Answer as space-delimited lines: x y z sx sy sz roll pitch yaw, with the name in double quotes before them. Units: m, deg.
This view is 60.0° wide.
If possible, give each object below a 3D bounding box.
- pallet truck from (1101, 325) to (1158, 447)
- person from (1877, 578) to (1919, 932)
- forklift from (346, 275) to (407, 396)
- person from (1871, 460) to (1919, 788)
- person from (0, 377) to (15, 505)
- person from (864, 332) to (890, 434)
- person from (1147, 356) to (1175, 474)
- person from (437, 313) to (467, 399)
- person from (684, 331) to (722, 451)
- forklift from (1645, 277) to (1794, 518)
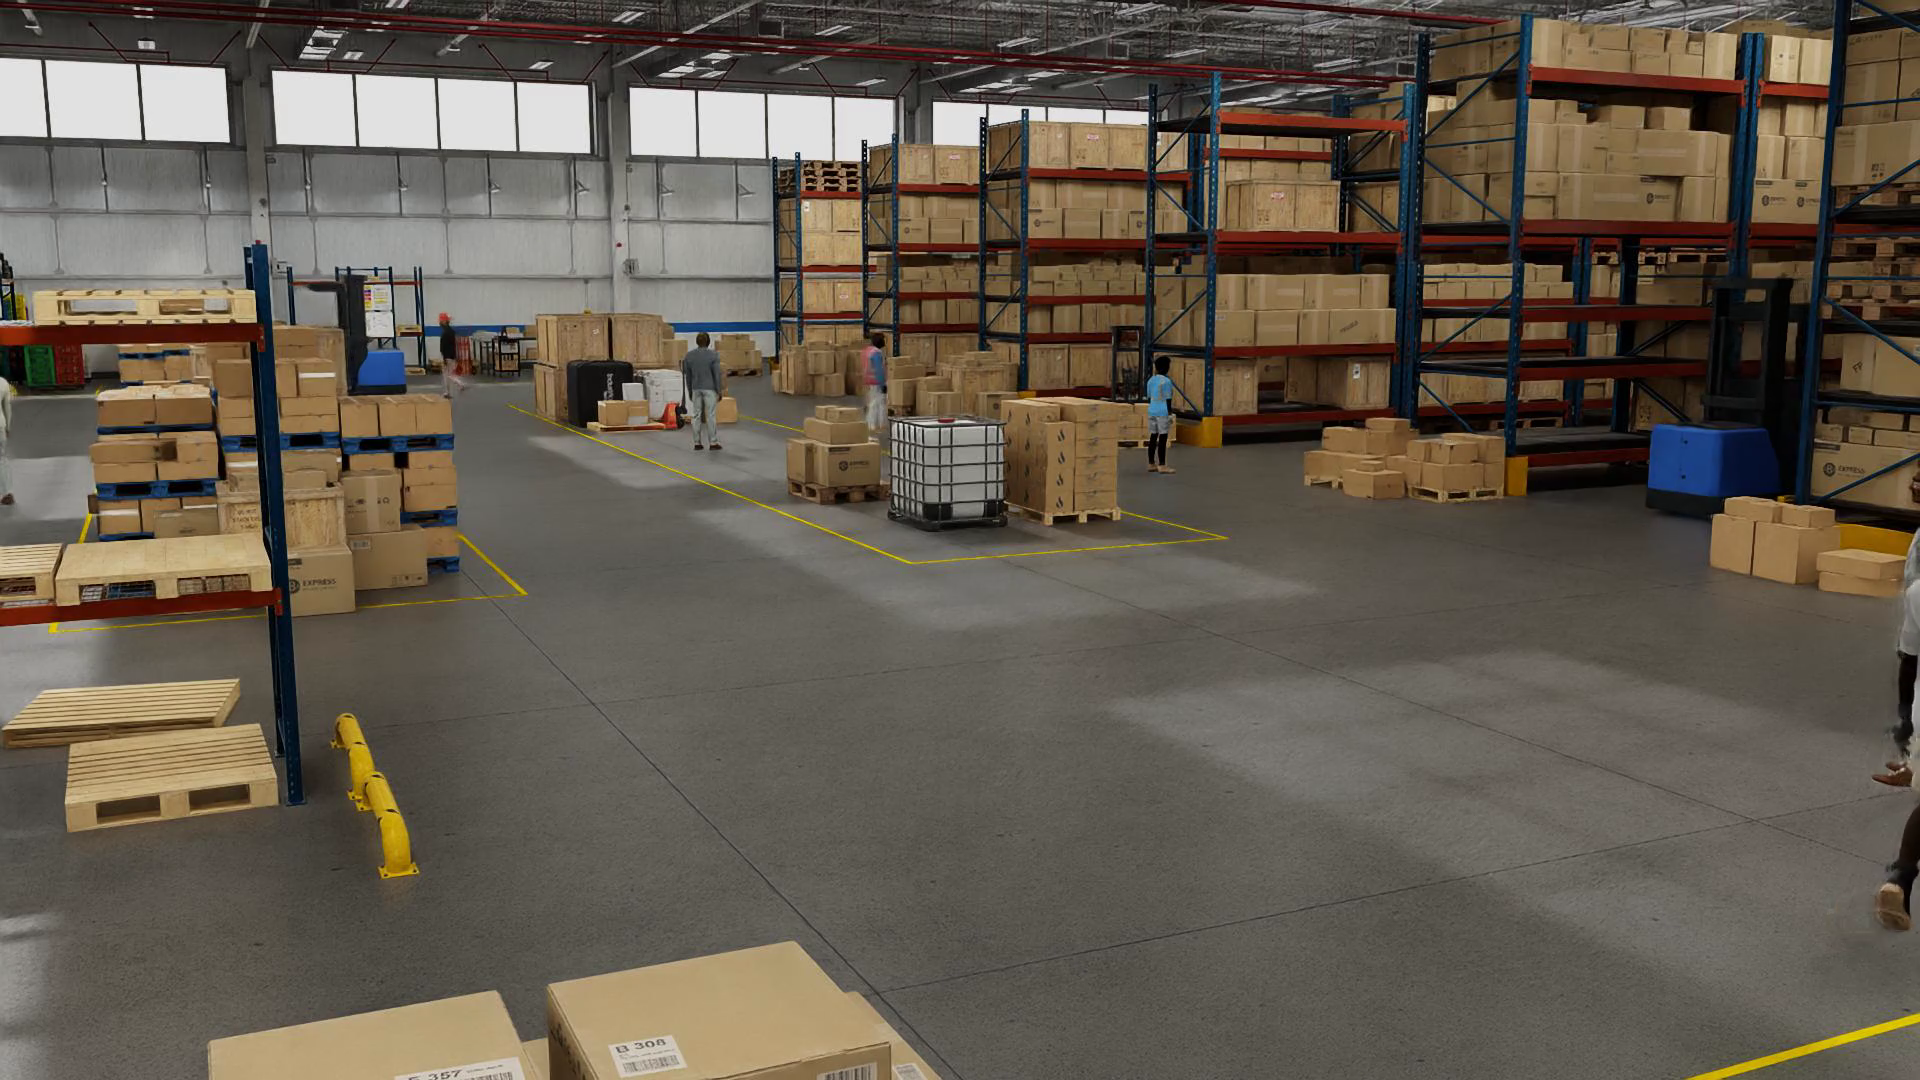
"pallet truck" 2.881 -2.596 27.923 0.823 1.965 1.885 -1 9 -7
"person" 4.249 0.790 7.055 0.558 1.953 0.637 -5 11 -30
"forklift" -13.778 -4.679 38.115 1.873 2.768 1.129 -4 10 -25
"person" 5.404 0.462 9.332 0.327 1.877 0.516 9 13 43
"person" -12.145 -1.379 20.753 1.040 1.891 0.637 9 13 44
"person" -1.377 -2.793 29.695 0.704 1.817 0.649 -2 9 -12
"person" 2.886 -1.798 23.906 0.318 1.697 0.533 -5 10 -28
"person" -11.572 -4.168 37.767 0.606 1.977 0.614 0 9 0
"person" -4.143 -2.410 26.955 0.630 1.940 0.372 2 9 14
"forklift" 9.248 -1.710 19.694 1.873 2.768 1.129 -4 10 -25
